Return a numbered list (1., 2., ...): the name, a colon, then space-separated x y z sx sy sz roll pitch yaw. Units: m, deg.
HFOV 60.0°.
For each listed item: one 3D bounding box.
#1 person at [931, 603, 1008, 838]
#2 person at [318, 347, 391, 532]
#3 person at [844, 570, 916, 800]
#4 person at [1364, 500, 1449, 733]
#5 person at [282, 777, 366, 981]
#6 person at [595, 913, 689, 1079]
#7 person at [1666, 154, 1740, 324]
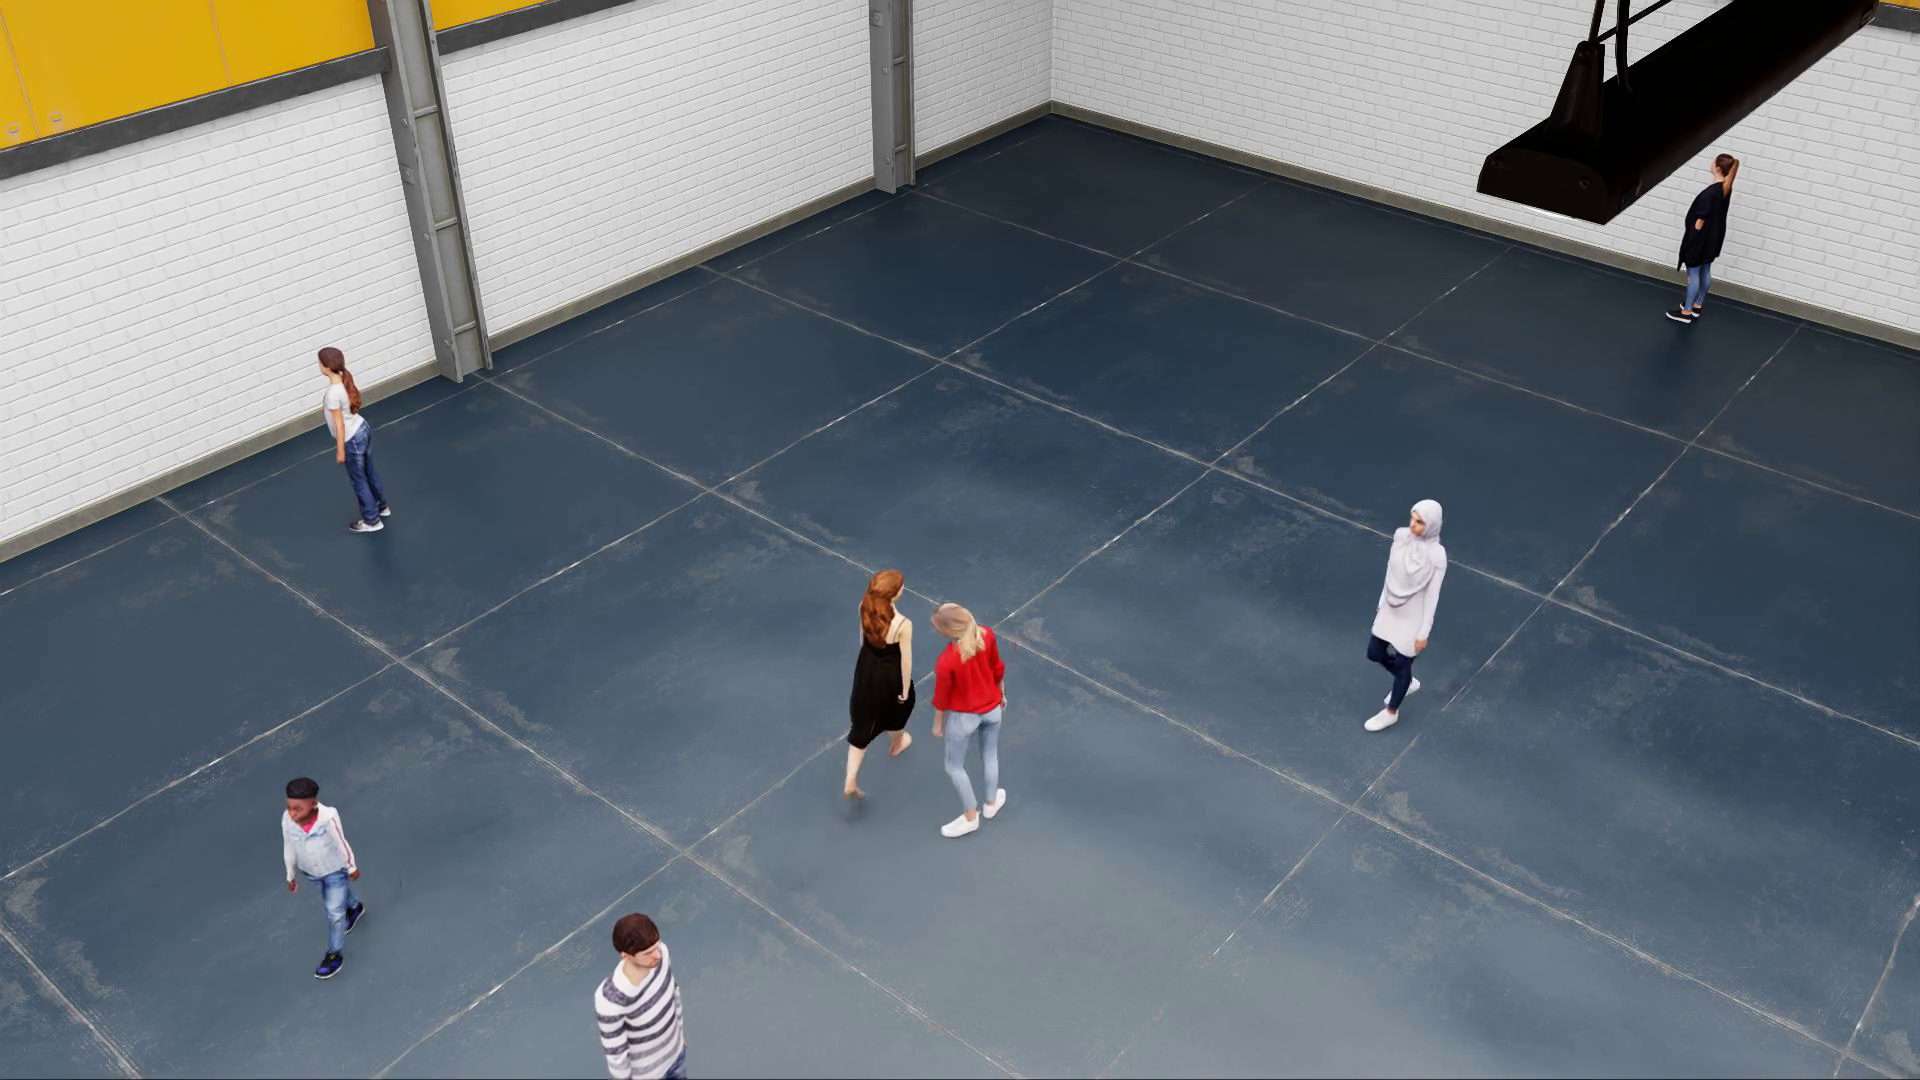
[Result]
1. person: 0.118 1.041 10.072 0.551 1.679 0.814 -14 36 -20
2. person: -4.737 -0.802 12.950 0.683 1.562 0.602 2 34 4
3. person: -0.539 0.908 10.358 0.730 1.584 1.112 14 36 20
4. person: 2.968 0.475 10.841 0.808 1.770 0.746 -16 37 -23
5. person: -3.544 1.781 9.366 0.758 1.228 0.925 6 34 8
6. person: -1.482 2.433 7.829 0.747 1.844 0.550 16 37 22
7. person: 7.182 -2.907 16.009 0.581 1.683 0.736 -22 39 -29
